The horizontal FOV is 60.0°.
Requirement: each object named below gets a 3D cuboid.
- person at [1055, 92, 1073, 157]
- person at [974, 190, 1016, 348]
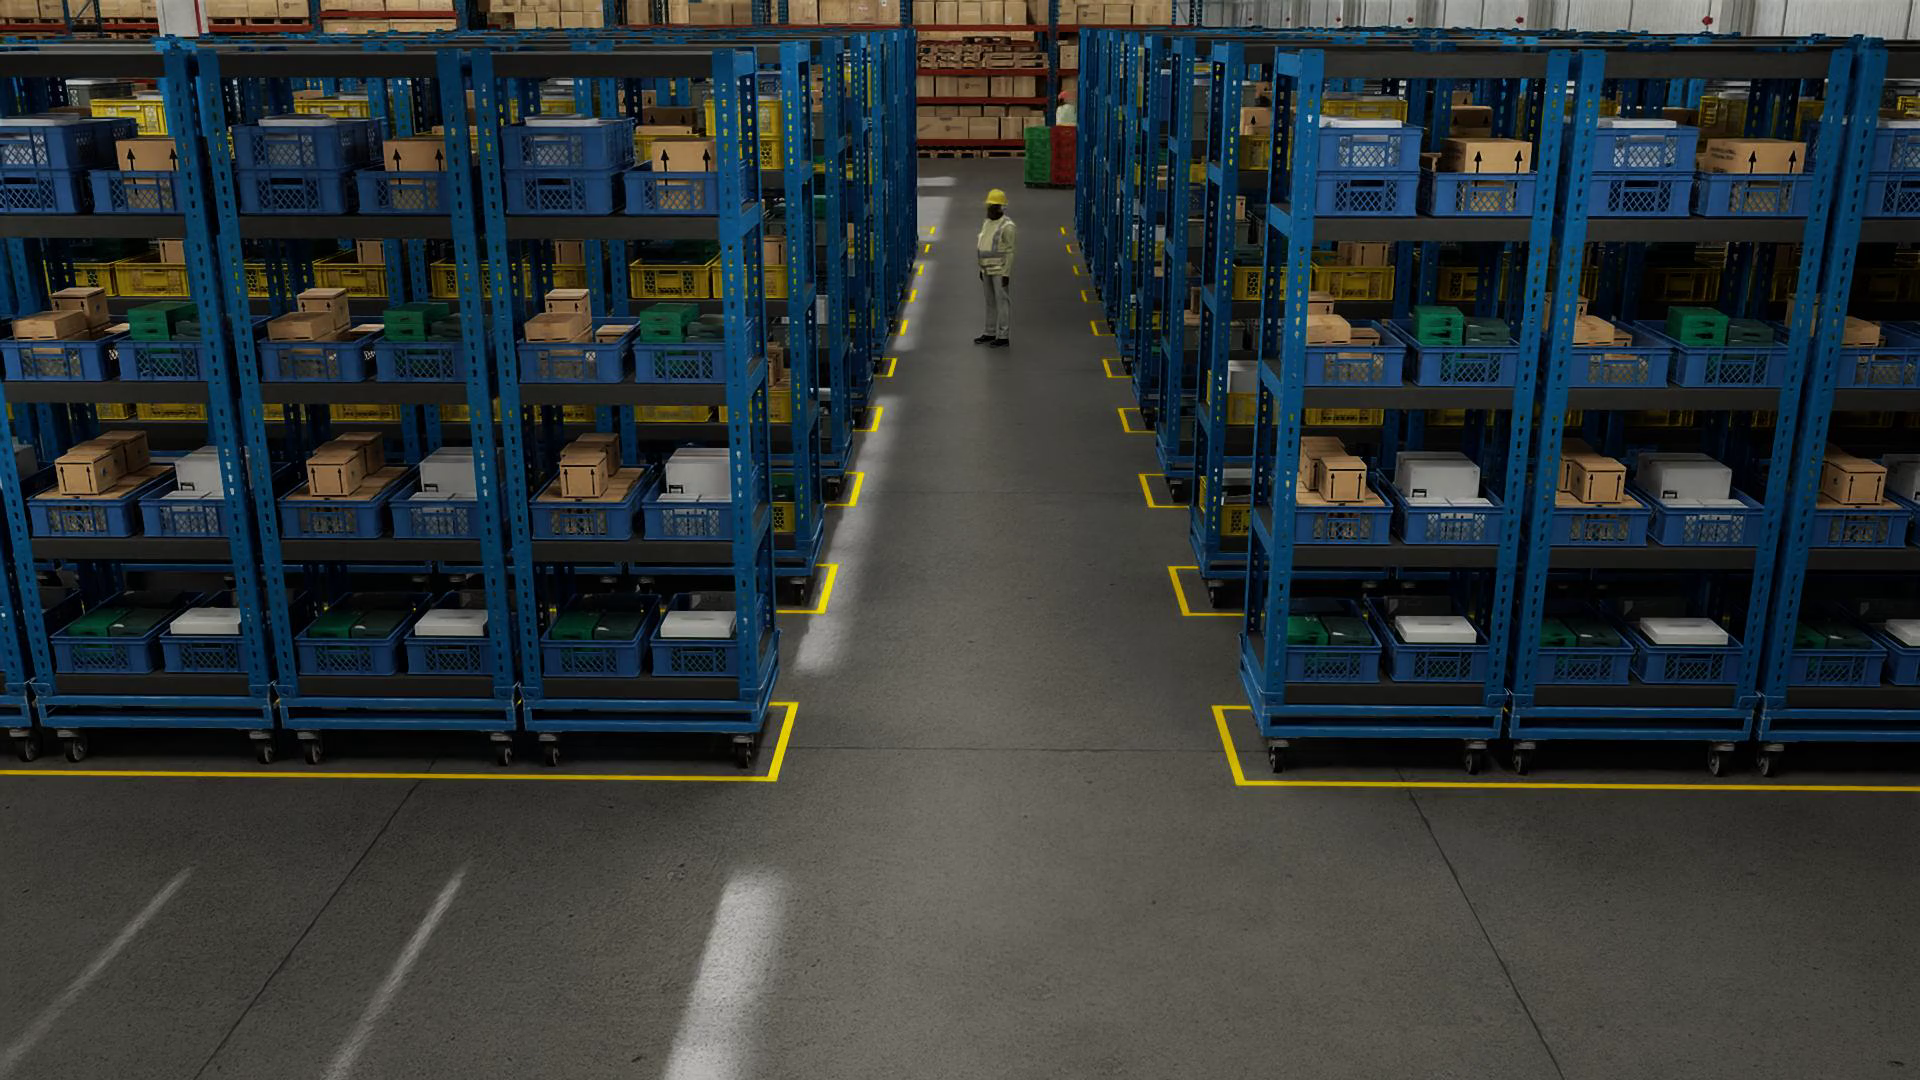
[{"bbox_3d":[2.675,-10.476,42.549,1.015,1.953,0.627,-9,20,-27],"label":"person"},{"bbox_3d":[0.405,-3.177,19.487,0.404,1.831,0.590,-11,21,-32],"label":"person"}]
